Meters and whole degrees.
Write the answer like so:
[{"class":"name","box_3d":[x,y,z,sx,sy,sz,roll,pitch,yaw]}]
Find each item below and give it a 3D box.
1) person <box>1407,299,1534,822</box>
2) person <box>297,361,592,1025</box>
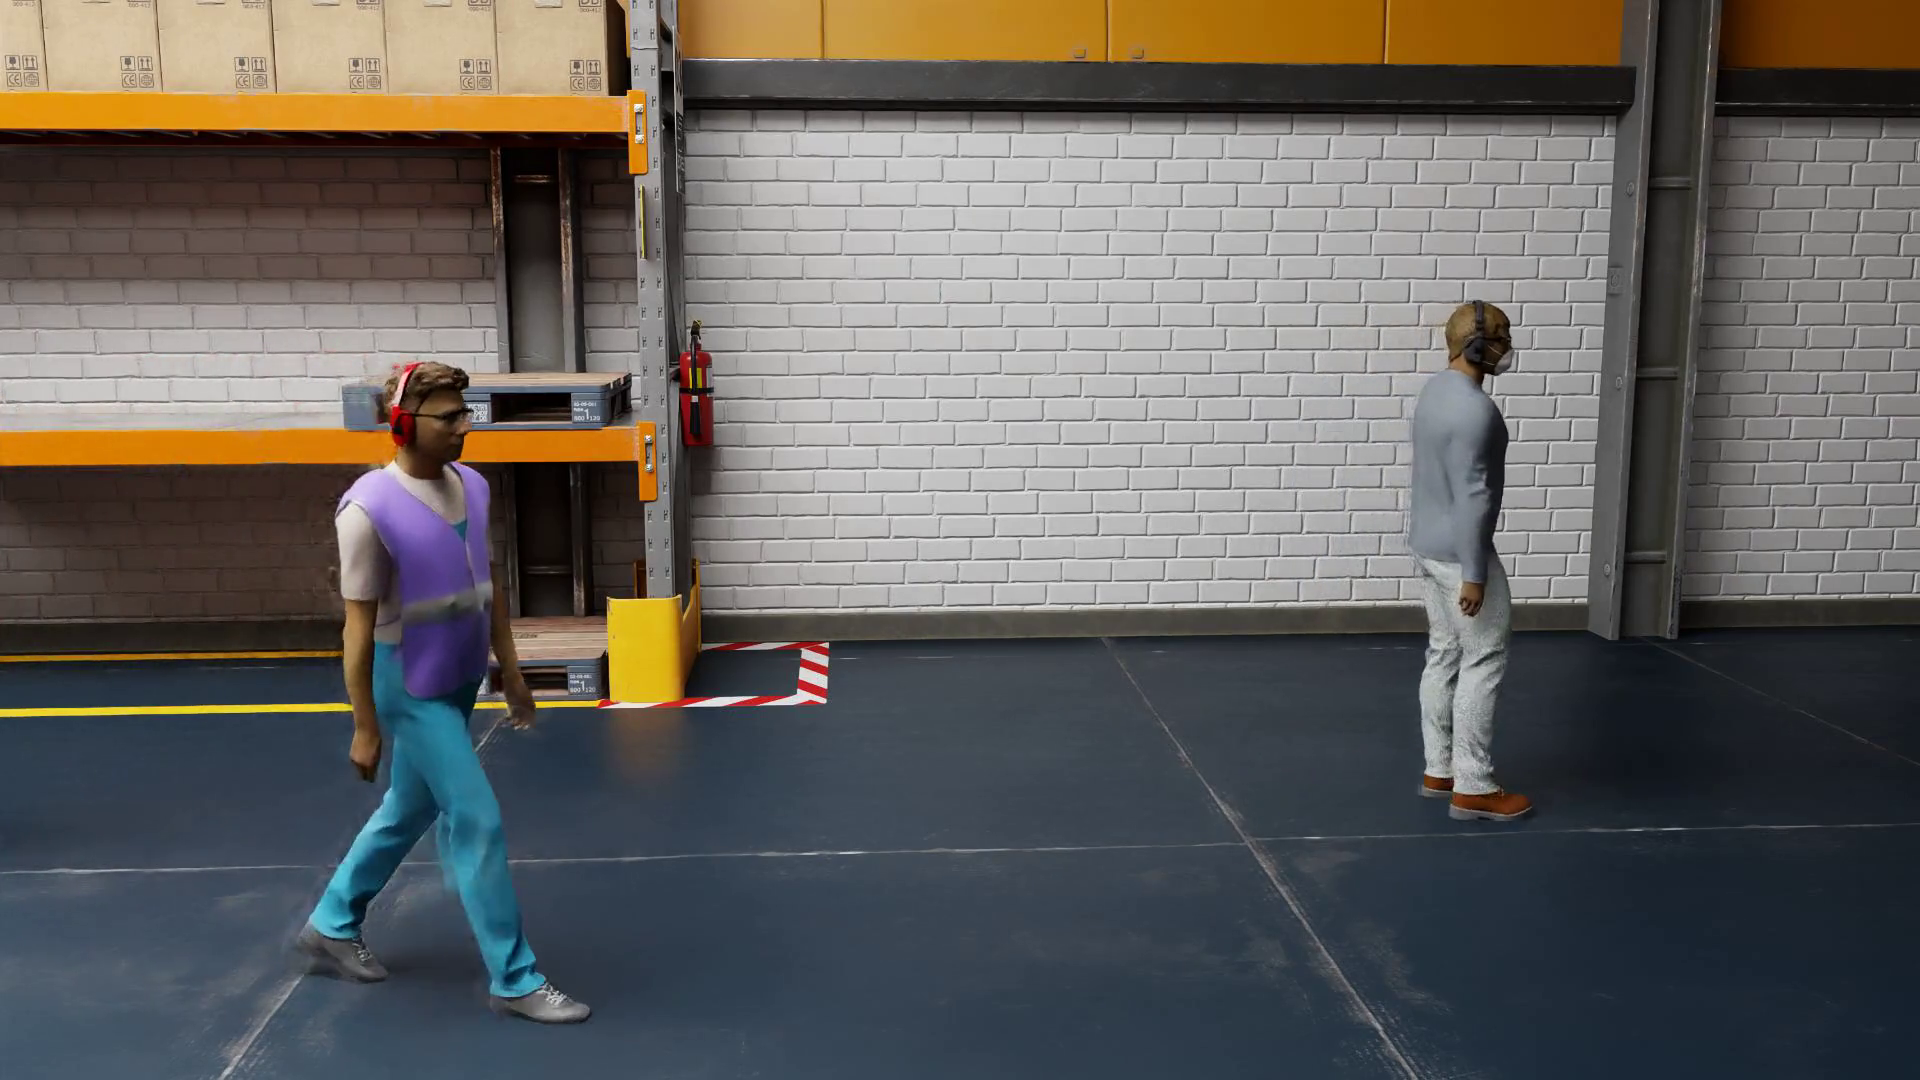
[{"class":"person","box_3d":[1.920,0.070,6.269,0.447,1.934,0.651,0,9,1]},{"class":"person","box_3d":[-1.483,0.406,4.574,0.946,1.805,0.586,2,9,13]}]
